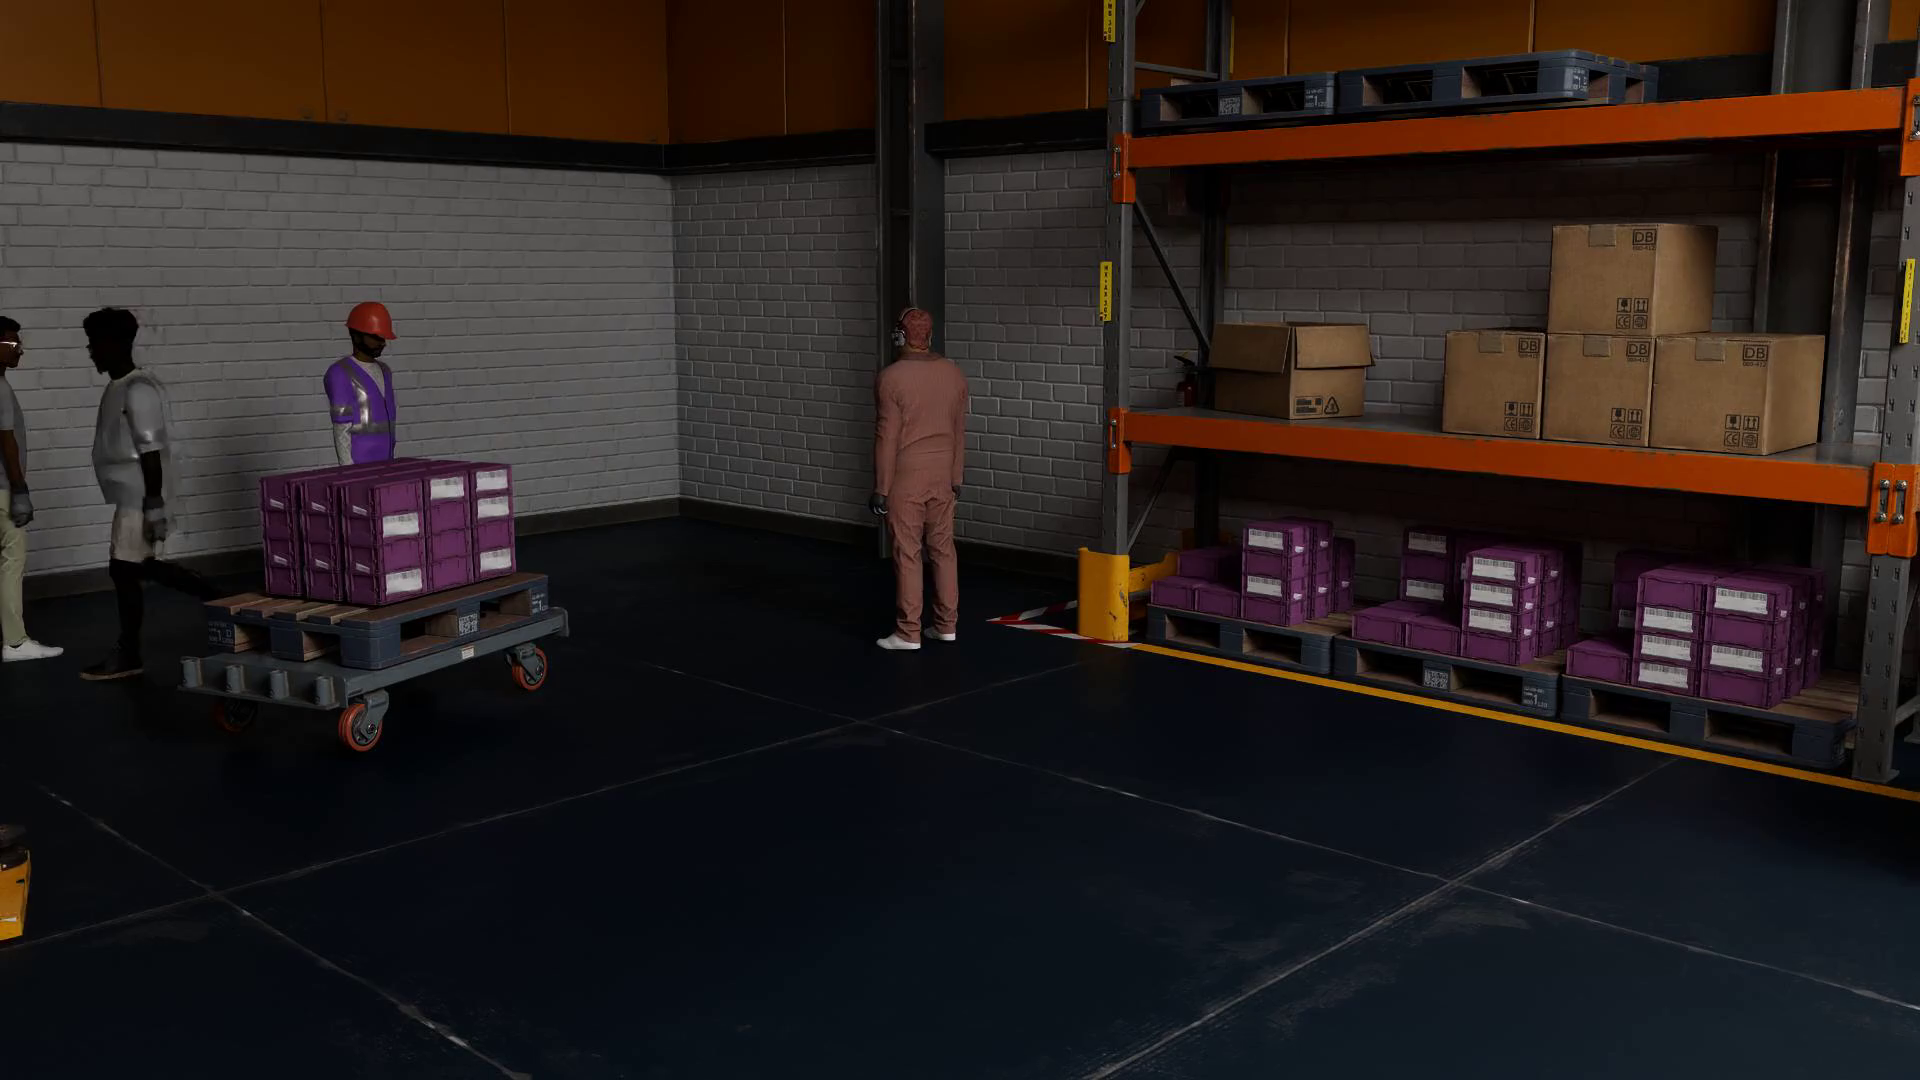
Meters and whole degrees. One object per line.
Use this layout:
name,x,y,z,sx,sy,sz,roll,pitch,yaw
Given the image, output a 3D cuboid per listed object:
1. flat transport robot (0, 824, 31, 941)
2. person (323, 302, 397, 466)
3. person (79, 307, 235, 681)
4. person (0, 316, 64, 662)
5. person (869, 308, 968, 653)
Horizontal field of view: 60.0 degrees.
flat transport robot,-3.712,1.154,5.148,1.431,0.197,0.652,-5,10,-26
person,-3.481,-0.441,9.860,0.372,1.928,0.543,2,10,13
person,-4.202,-0.251,8.678,0.790,1.935,0.598,-6,11,-34
person,-5.190,-0.275,9.034,0.532,1.864,0.310,8,12,39
person,-0.256,-0.333,9.265,0.650,1.906,0.401,-9,13,-43
